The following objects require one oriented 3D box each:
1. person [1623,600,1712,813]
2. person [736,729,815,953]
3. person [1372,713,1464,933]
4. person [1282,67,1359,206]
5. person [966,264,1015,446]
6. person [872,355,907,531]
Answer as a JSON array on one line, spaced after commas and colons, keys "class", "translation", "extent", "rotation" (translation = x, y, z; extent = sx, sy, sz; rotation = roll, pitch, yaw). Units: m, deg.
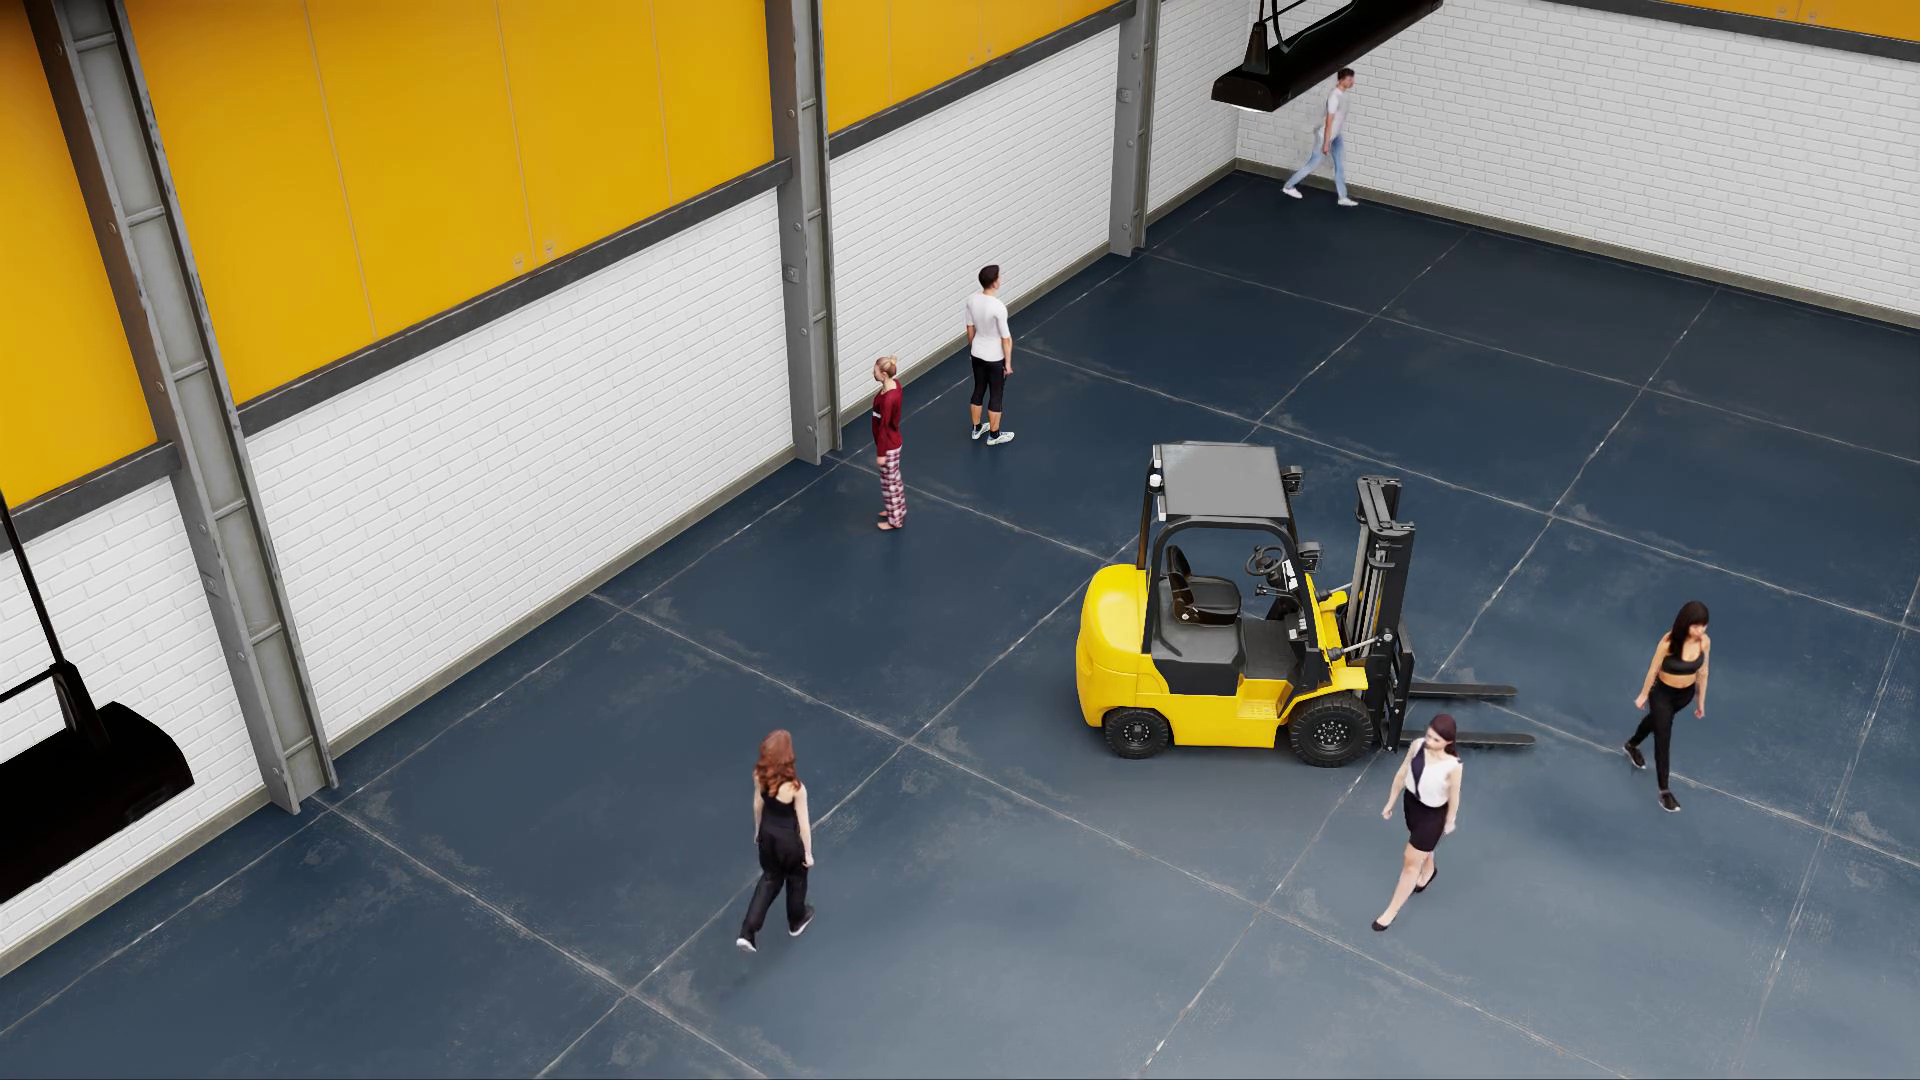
[{"class": "person", "translation": [5.086, 1.072, 11.994], "extent": [1.022, 1.603, 1.097], "rotation": [-5, 34, -8]}, {"class": "person", "translation": [-1.182, 1.955, 10.550], "extent": [0.641, 1.733, 0.952], "rotation": [17, 37, 24]}, {"class": "person", "translation": [3.105, 1.763, 10.943], "extent": [1.048, 1.616, 0.748], "rotation": [-23, 40, -31]}, {"class": "person", "translation": [4.595, -5.118, 21.130], "extent": [0.877, 1.800, 1.201], "rotation": [13, 36, 19]}, {"class": "person", "translation": [0.274, -1.800, 16.092], "extent": [0.694, 1.851, 0.588], "rotation": [26, 42, 34]}, {"class": "person", "translation": [-0.634, -0.877, 14.839], "extent": [0.737, 1.701, 0.626], "rotation": [1, 34, 1]}]
